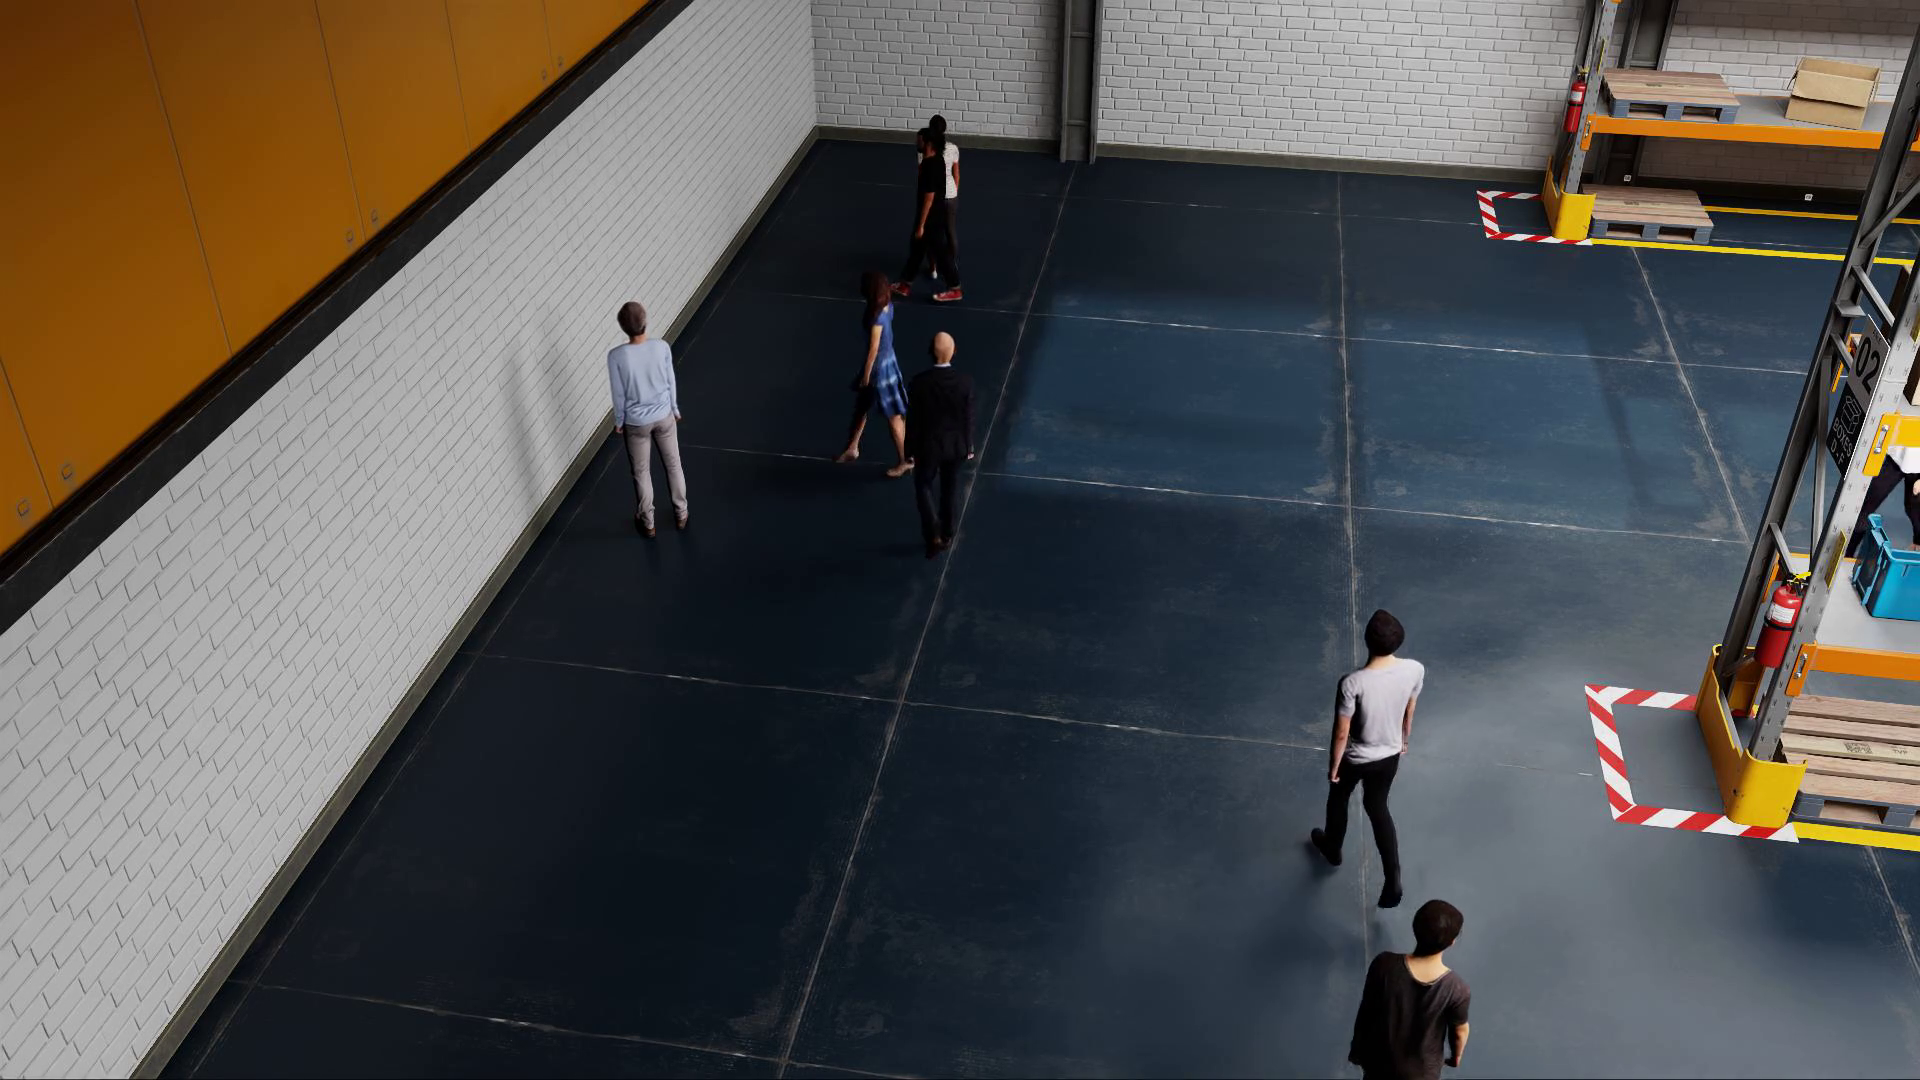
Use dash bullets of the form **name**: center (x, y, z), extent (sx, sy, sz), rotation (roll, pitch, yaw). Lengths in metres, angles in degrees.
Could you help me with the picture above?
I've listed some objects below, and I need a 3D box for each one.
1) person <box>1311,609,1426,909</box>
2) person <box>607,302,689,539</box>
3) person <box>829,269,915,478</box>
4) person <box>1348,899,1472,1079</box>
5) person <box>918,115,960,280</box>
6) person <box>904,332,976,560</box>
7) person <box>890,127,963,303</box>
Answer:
- **person**: center (2.306, 1.242, 9.218), extent (1.101, 1.841, 0.980), rotation (-7, 34, -10)
- **person**: center (-2.319, -0.895, 12.389), extent (0.702, 1.889, 0.813), rotation (-12, 36, -18)
- **person**: center (-0.535, -1.276, 13.060), extent (0.986, 1.780, 0.759), rotation (0, 34, -1)
- **person**: center (2.007, 2.394, 7.625), extent (0.966, 1.685, 0.883), rotation (17, 37, 23)
- **person**: center (-0.201, -3.371, 16.333), extent (0.587, 1.646, 0.702), rotation (-8, 34, -11)
- **person**: center (-0.134, -0.640, 12.094), extent (0.932, 1.790, 0.903), rotation (-4, 34, -7)
- **person**: center (-0.200, -3.055, 15.788), extent (1.092, 1.723, 0.808), rotation (-3, 34, -4)
